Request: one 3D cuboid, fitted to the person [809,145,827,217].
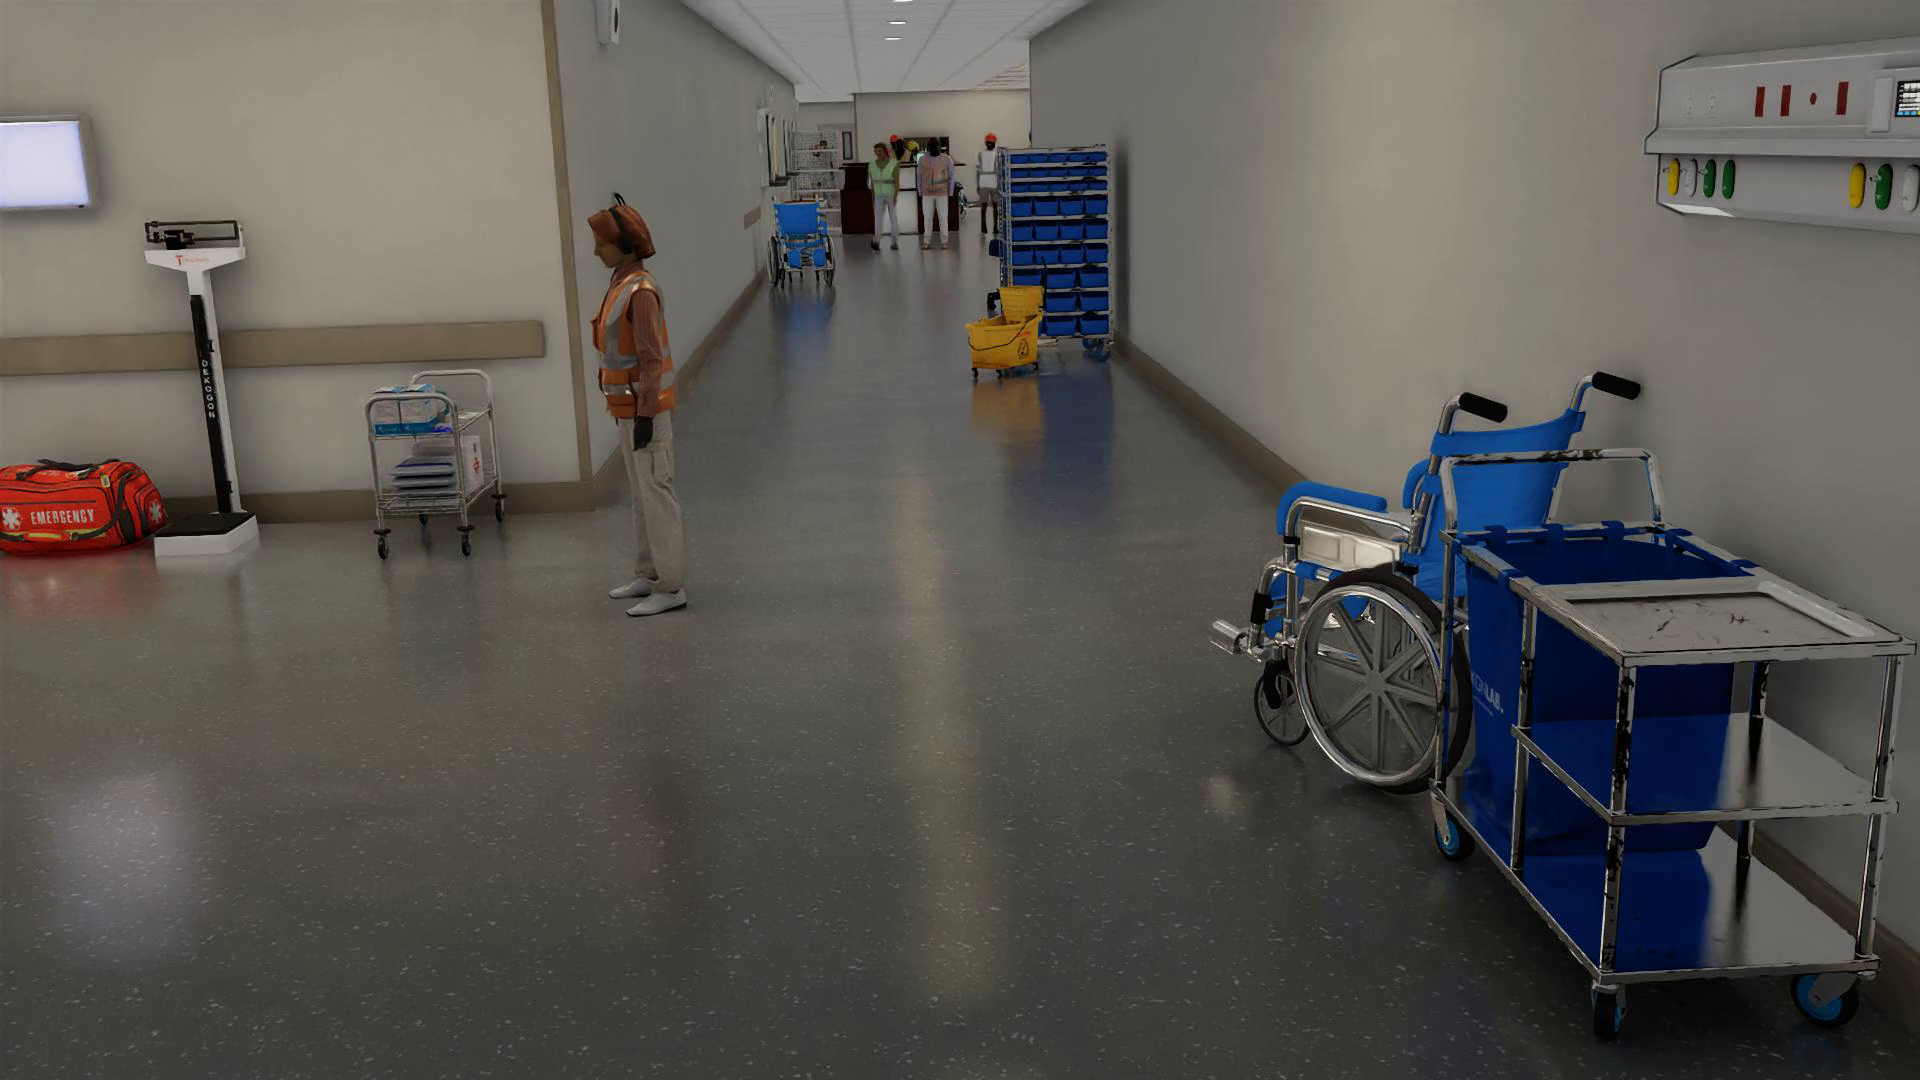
[{"bbox_3d":[-3.514,-8.835,40.927,0.347,1.741,0.564,-7,15,-20],"label":"person"}]

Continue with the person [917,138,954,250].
[{"bbox_3d":[-0.409,-5.775,27.786,0.622,1.845,0.430,1,14,11],"label":"person"}]

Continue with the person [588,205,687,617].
[{"bbox_3d":[-1.295,-0.516,6.696,0.311,1.640,0.514,-7,15,-21],"label":"person"}]

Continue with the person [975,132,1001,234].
[{"bbox_3d":[0.555,-6.760,31.576,0.557,1.914,0.754,1,14,10],"label":"person"}]

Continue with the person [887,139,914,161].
[{"bbox_3d":[-1.354,-8.244,38.074,0.618,1.836,0.430,0,14,6],"label":"person"}]

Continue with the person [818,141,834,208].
[{"bbox_3d":[-3.715,-10.037,45.643,0.507,1.865,0.329,-4,14,-11],"label":"person"}]

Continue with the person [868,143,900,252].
[{"bbox_3d":[-1.271,-5.733,27.843,0.572,1.778,1.015,2,14,15],"label":"person"}]

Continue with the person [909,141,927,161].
[{"bbox_3d":[-0.937,-8.523,39.278,0.620,1.776,0.413,-7,15,-20],"label":"person"}]
